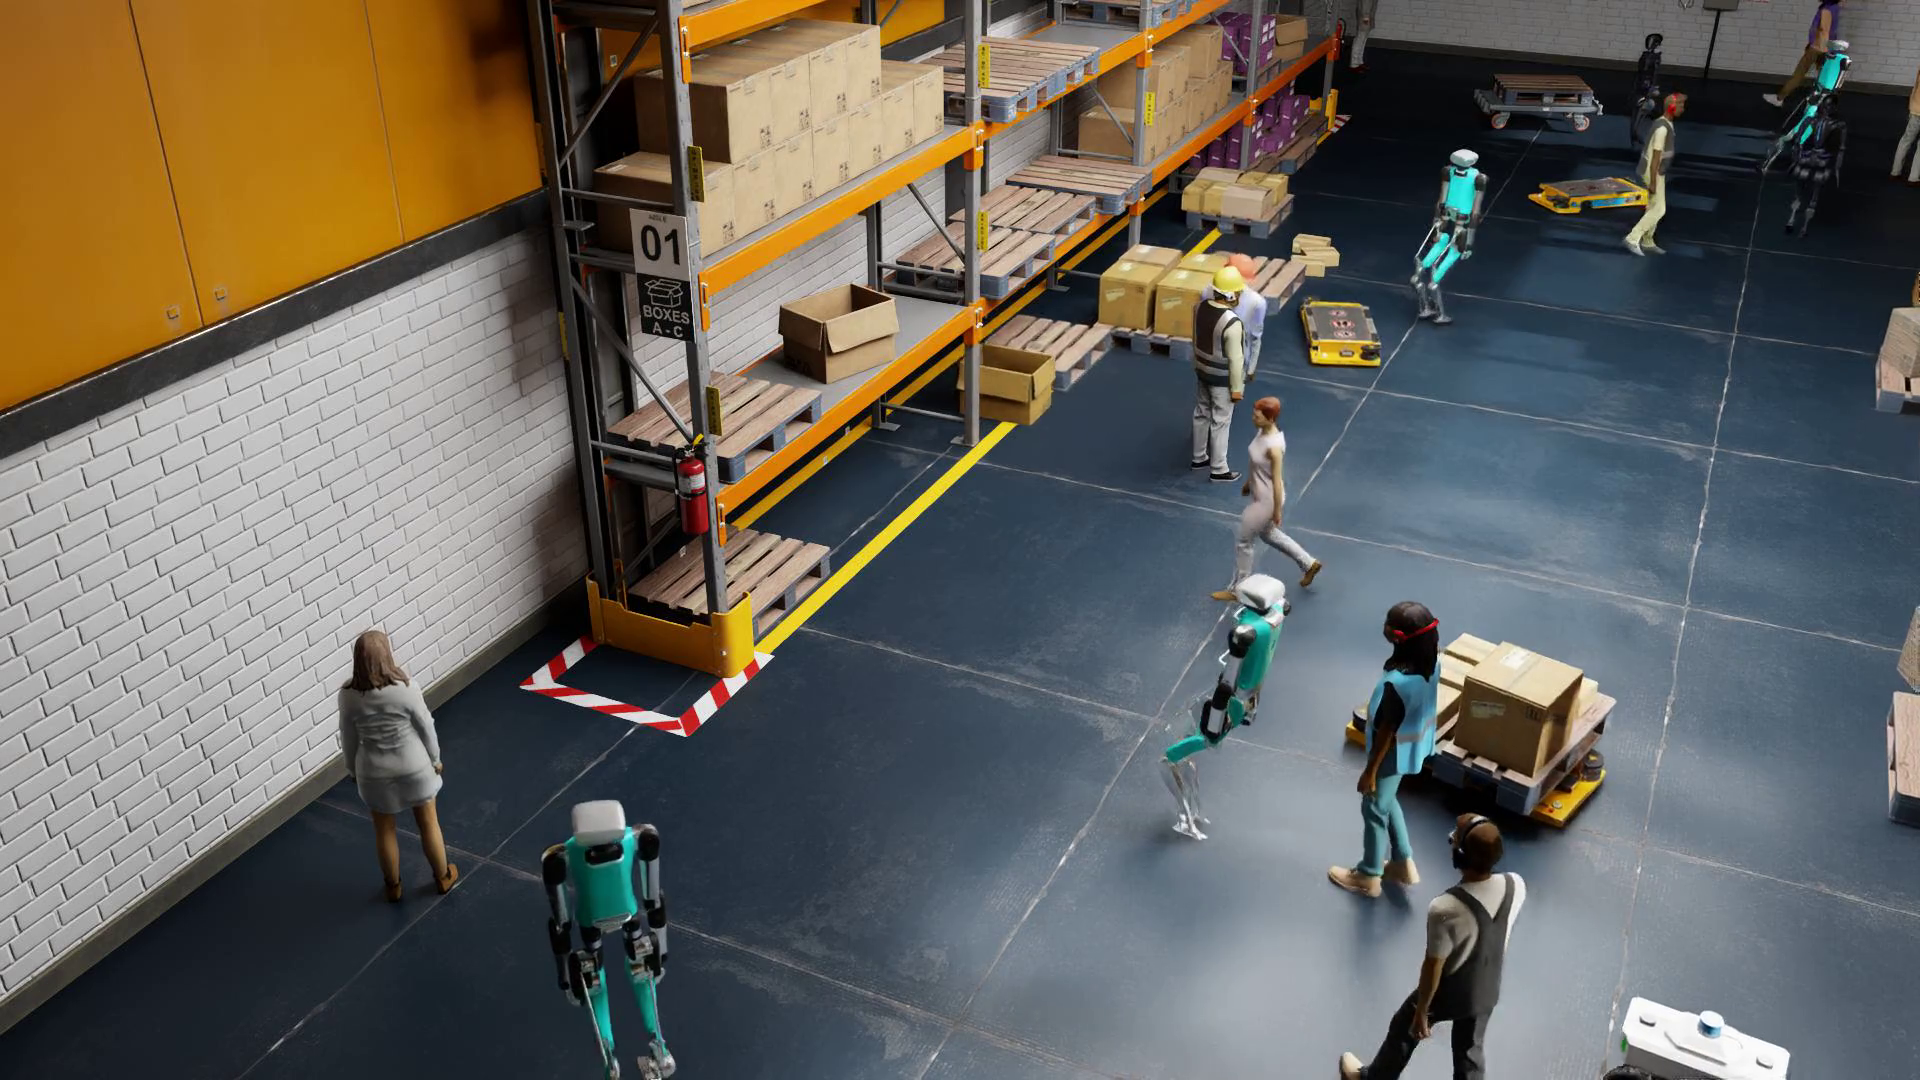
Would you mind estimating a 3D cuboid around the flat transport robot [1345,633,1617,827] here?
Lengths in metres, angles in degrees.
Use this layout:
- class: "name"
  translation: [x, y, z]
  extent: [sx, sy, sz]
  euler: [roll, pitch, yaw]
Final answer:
- class: "flat transport robot"
  translation: [3.197, 1.287, 10.342]
  extent: [1.431, 0.231, 0.659]
  euler: [23, 36, 36]

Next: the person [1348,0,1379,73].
- class: "person"
  translation: [6.582, -8.500, 26.864]
  extent: [0.369, 1.823, 0.496]
  euler: [14, 31, 25]

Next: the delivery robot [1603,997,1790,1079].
- class: "delivery robot"
  translation: [3.464, 2.465, 7.839]
  extent: [0.753, 0.579, 0.499]
  euler: [16, 32, 27]

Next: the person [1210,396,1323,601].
- class: "person"
  translation: [2.240, -0.296, 11.836]
  extent: [0.743, 1.625, 0.442]
  euler: [1, 28, 3]

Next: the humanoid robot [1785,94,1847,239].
- class: "humanoid robot"
  translation: [9.917, -4.334, 19.278]
  extent: [0.608, 1.644, 0.351]
  euler: [23, 36, 36]

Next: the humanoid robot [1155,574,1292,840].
- class: "humanoid robot"
  translation: [1.415, 0.946, 9.460]
  extent: [0.770, 1.791, 0.541]
  euler: [20, 34, 32]

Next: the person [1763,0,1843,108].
- class: "person"
  translation: [12.656, -7.338, 24.642]
  extent: [1.006, 1.874, 0.569]
  euler: [17, 33, 29]

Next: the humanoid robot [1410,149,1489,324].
- class: "humanoid robot"
  translation: [4.820, -3.008, 16.674]
  extent: [0.725, 1.719, 0.536]
  euler: [-18, 33, -30]

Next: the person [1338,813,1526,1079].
- class: "person"
  translation: [2.164, 1.935, 7.508]
  extent: [0.527, 1.812, 0.824]
  euler: [-11, 30, -19]

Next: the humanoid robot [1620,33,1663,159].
- class: "humanoid robot"
  translation: [9.161, -5.949, 22.272]
  extent: [0.387, 1.643, 0.585]
  euler: [-2, 28, -4]

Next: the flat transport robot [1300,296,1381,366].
- class: "flat transport robot"
  translation: [3.784, -2.083, 16.590]
  extent: [0.659, 0.231, 1.431]
  euler: [3, 28, 5]

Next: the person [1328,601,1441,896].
- class: "person"
  translation: [2.312, 1.143, 8.936]
  extent: [0.442, 1.863, 0.528]
  euler: [19, 34, 31]

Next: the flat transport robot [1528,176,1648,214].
- class: "flat transport robot"
  translation: [7.879, -4.281, 20.666]
  extent: [1.431, 0.231, 0.659]
  euler: [-8, 29, -14]

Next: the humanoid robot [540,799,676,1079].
- class: "humanoid robot"
  translation: [-1.493, 2.045, 7.455]
  extent: [0.545, 1.813, 0.875]
  euler: [-12, 31, -22]

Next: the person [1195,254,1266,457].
- class: "person"
  translation: [2.222, -1.497, 13.789]
  extent: [0.543, 1.895, 0.569]
  euler: [7, 29, 13]

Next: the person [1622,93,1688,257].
- class: "person"
  translation: [7.827, -4.085, 18.651]
  extent: [0.471, 1.833, 0.618]
  euler: [14, 31, 23]

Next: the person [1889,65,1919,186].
- class: "person"
  translation: [12.313, -5.457, 21.171]
  extent: [0.392, 1.868, 0.558]
  euler: [-10, 30, -17]

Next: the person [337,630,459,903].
- class: "person"
  translation: [-3.057, 1.220, 8.995]
  extent: [0.488, 1.659, 0.340]
  euler: [-5, 29, -10]

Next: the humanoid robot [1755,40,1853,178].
- class: "humanoid robot"
  translation: [10.823, -5.504, 21.445]
  extent: [0.949, 1.808, 0.581]
  euler: [-3, 28, -5]

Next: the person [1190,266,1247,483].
- class: "person"
  translation: [2.125, -1.356, 13.596]
  extent: [0.404, 1.832, 0.590]
  euler: [-14, 31, -24]
